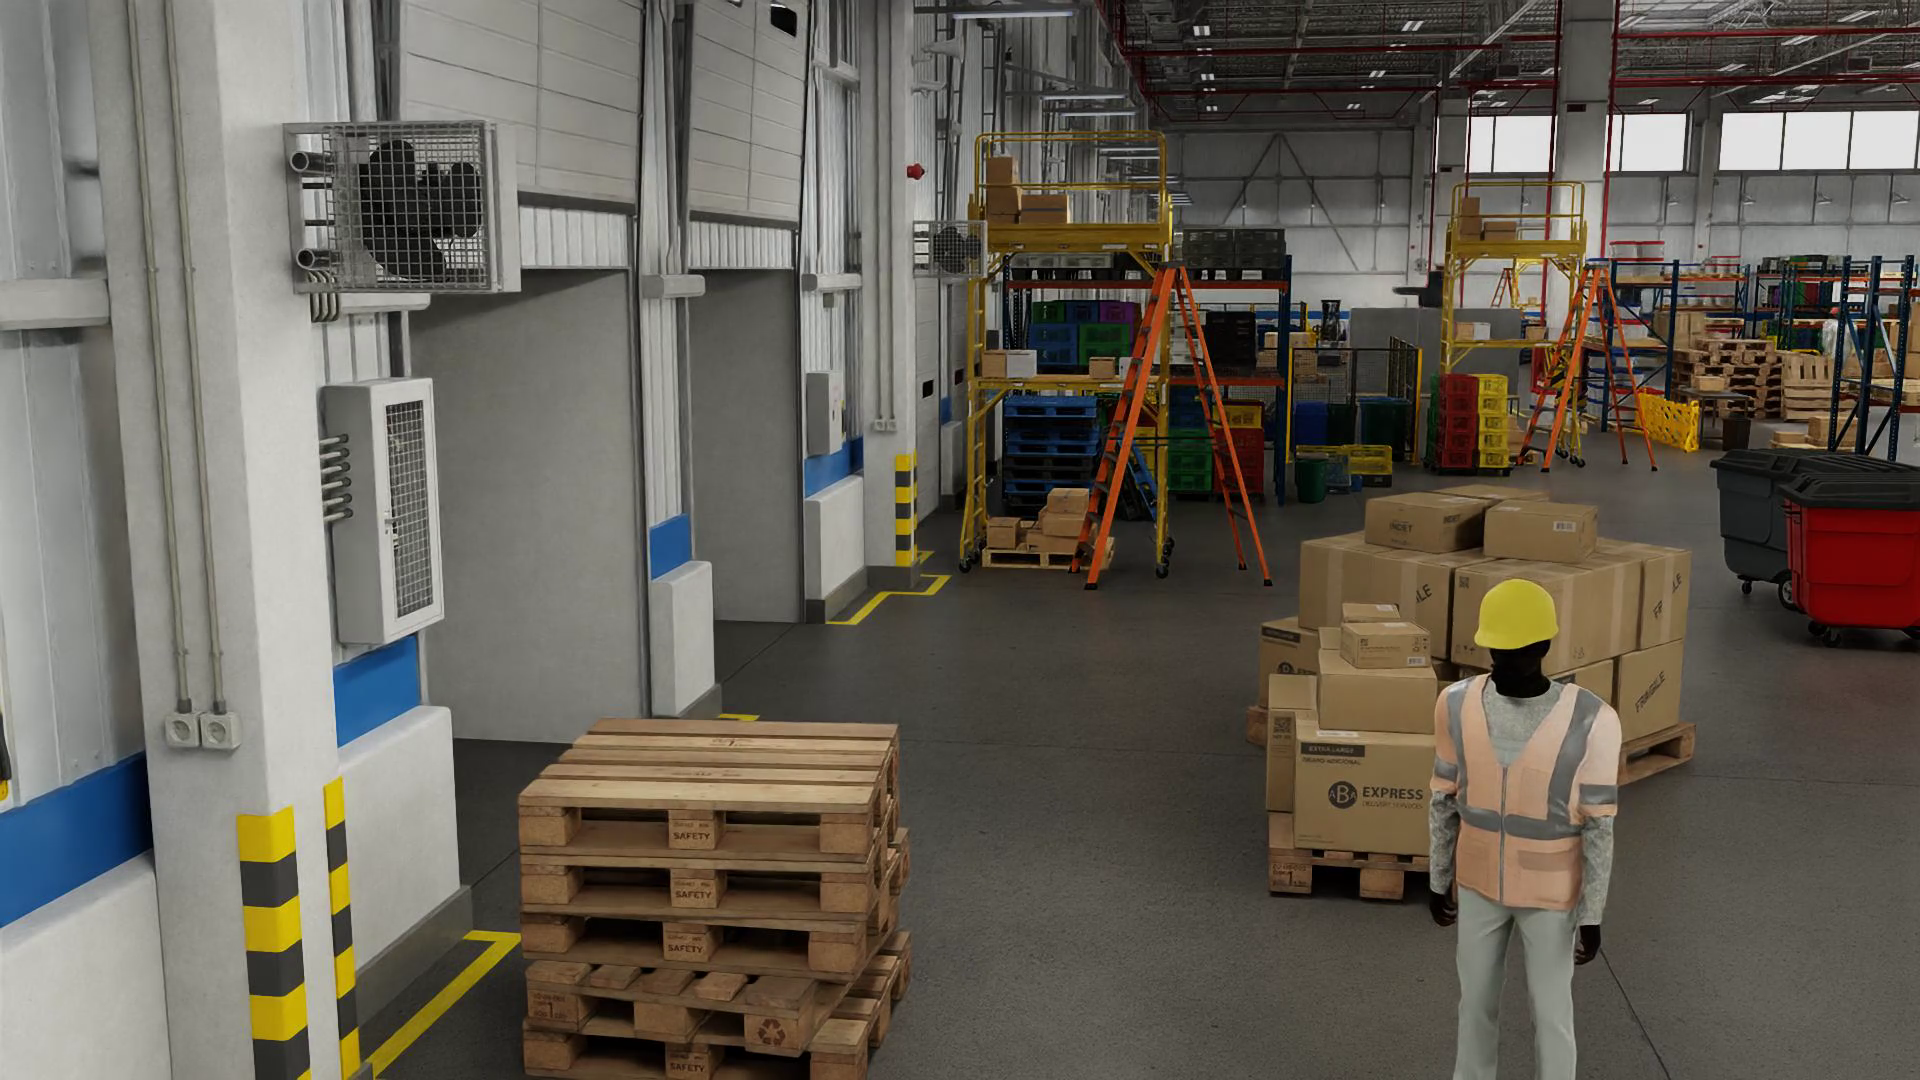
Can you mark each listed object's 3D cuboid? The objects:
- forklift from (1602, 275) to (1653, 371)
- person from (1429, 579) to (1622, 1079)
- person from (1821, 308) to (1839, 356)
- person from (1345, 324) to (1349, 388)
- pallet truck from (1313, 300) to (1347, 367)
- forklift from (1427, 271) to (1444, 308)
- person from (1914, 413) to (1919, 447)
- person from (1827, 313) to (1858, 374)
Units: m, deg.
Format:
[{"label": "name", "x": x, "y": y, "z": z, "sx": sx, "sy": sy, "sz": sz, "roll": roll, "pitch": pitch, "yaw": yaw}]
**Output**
[{"label": "forklift", "x": 18.328, "y": -6.129, "z": 46.565, "sx": 1.873, "sy": 2.768, "sz": 1.129, "roll": -3, "pitch": 10, "yaw": -19}, {"label": "person", "x": 1.719, "y": 1.064, "z": 5.171, "sx": 0.585, "sy": 1.919, "sz": 0.397, "roll": 7, "pitch": 12, "yaw": 38}, {"label": "person", "x": 22.695, "y": -5.093, "z": 43.264, "sx": 0.572, "sy": 1.882, "sz": 1.011, "roll": 2, "pitch": 9, "yaw": 10}, {"label": "person", "x": 9.491, "y": -4.570, "z": 39.856, "sx": 0.551, "sy": 1.933, "sz": 0.369, "roll": -6, "pitch": 11, "yaw": -34}, {"label": "pallet truck", "x": 11.159, "y": -6.200, "z": 49.718, "sx": 0.823, "sy": 1.965, "sz": 1.885, "roll": 4, "pitch": 10, "yaw": 26}, {"label": "forklift", "x": 11.937, "y": -5.361, "z": 41.828, "sx": 1.873, "sy": 2.768, "sz": 1.129, "roll": 1, "pitch": 9, "yaw": 9}, {"label": "person", "x": 15.621, "y": -2.348, "z": 26.763, "sx": 0.319, "sy": 1.739, "sz": 0.485, "roll": 9, "pitch": 13, "yaw": 44}, {"label": "person", "x": 20.902, "y": -4.501, "z": 39.454, "sx": 0.625, "sy": 1.925, "sz": 0.651, "roll": 3, "pitch": 10, "yaw": 19}]
